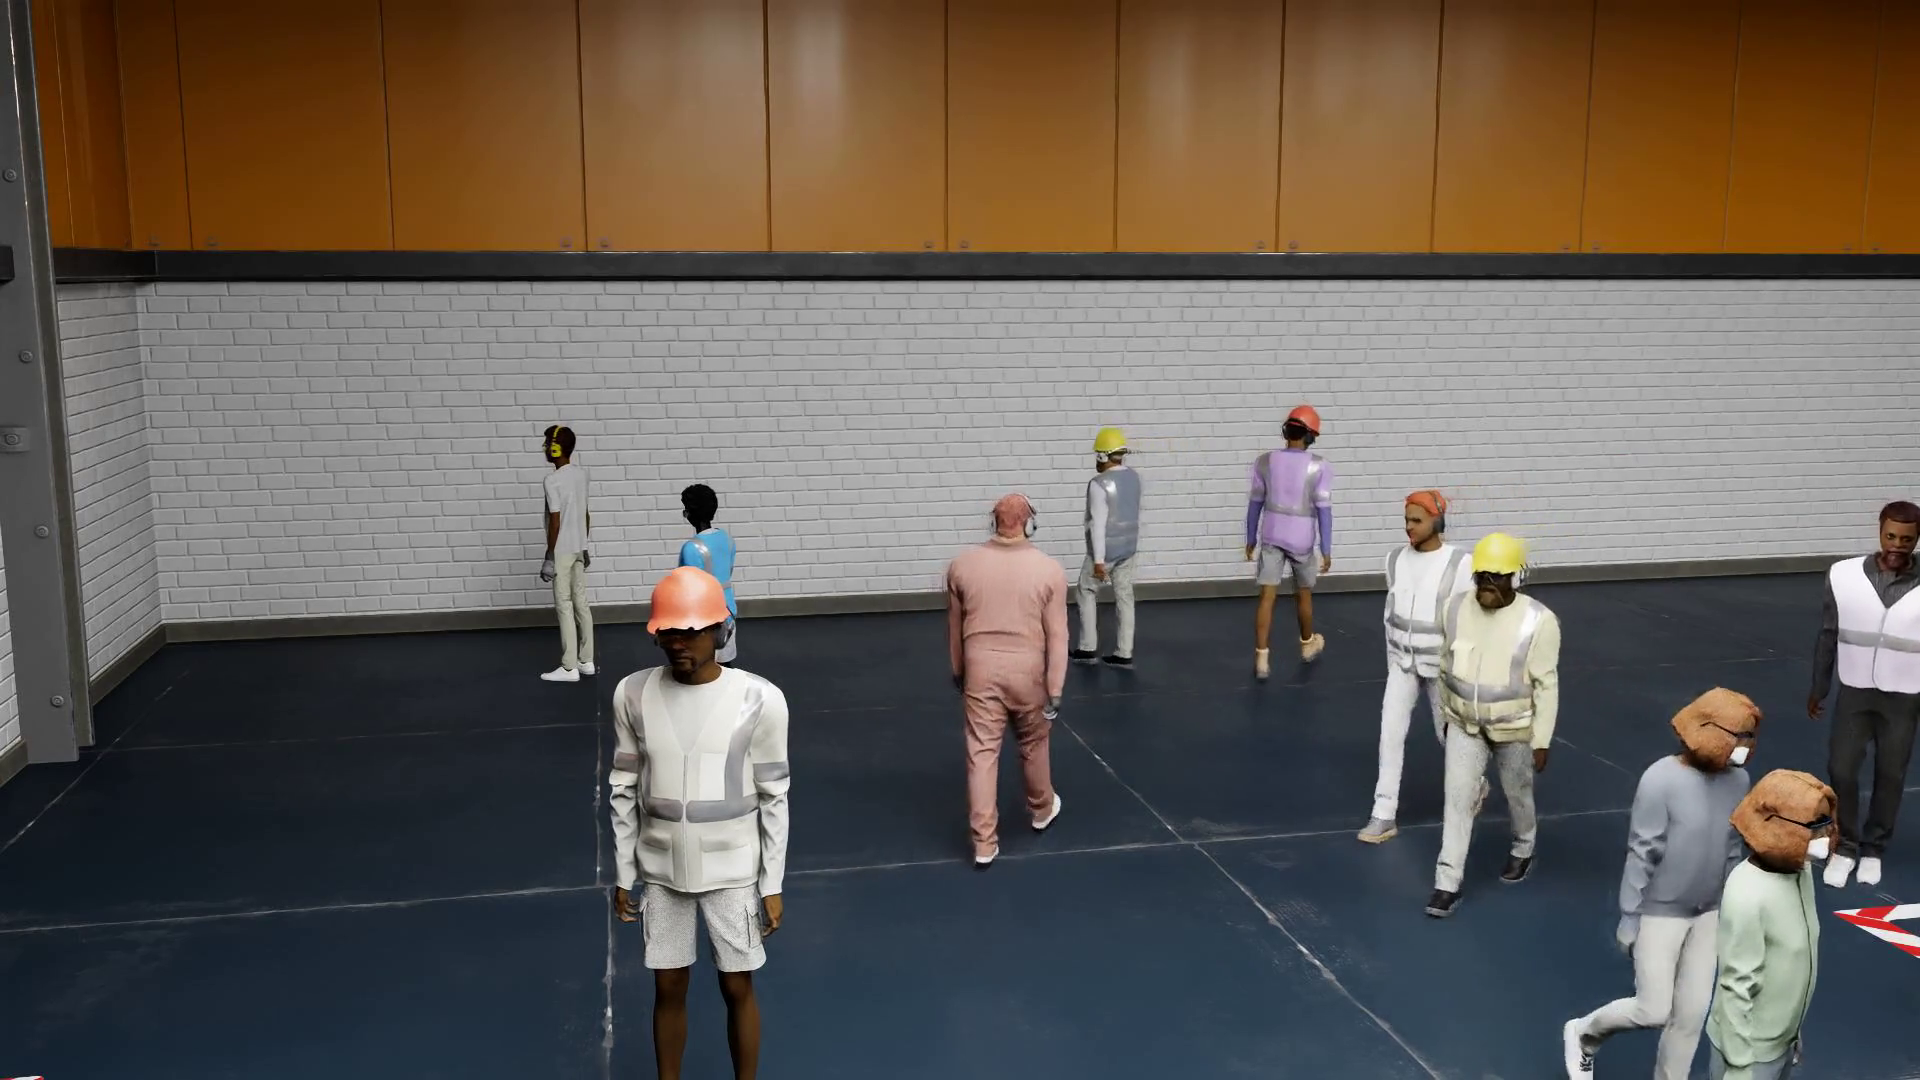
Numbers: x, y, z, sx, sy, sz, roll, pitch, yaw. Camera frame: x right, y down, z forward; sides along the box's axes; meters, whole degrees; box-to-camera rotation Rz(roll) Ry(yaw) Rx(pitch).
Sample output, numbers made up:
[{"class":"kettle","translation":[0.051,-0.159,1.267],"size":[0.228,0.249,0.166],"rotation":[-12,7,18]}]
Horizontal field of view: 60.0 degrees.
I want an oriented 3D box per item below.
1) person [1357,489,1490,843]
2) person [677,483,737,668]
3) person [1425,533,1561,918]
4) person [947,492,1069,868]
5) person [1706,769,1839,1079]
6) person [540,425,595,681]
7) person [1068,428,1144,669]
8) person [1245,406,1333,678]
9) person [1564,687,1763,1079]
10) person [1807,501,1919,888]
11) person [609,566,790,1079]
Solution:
[{"class":"person","translation":[2.497,0.644,8.822],"size":[0.919,1.858,0.573],"rotation":[-9,13,-42]},{"class":"person","translation":[-1.547,0.498,10.185],"size":[0.321,1.696,0.530],"rotation":[3,10,19]},{"class":"person","translation":[2.535,0.837,7.869],"size":[0.600,1.785,0.945],"rotation":[7,12,37]},{"class":"person","translation":[0.261,0.677,8.572],"size":[0.665,1.861,0.946],"rotation":[2,10,14]},{"class":"person","translation":[2.259,1.432,4.686],"size":[0.271,1.631,0.507],"rotation":[8,13,42]},{"class":"person","translation":[-2.878,0.097,12.111],"size":[0.318,1.868,0.531],"rotation":[3,10,20]},{"class":"person","translation":[1.074,0.056,12.519],"size":[0.616,1.810,0.657],"rotation":[-8,13,-42]},{"class":"person","translation":[2.455,-0.003,12.380],"size":[0.704,1.968,1.055],"rotation":[5,11,28]},{"class":"person","translation":[2.417,1.268,5.737],"size":[0.557,1.611,0.508],"rotation":[-4,10,-23]},{"class":"person","translation":[4.421,0.757,7.987],"size":[0.637,1.896,0.627],"rotation":[6,11,33]},{"class":"person","translation":[-0.867,1.093,5.510],"size":[0.607,2.044,0.378],"rotation":[1,9,7]}]
